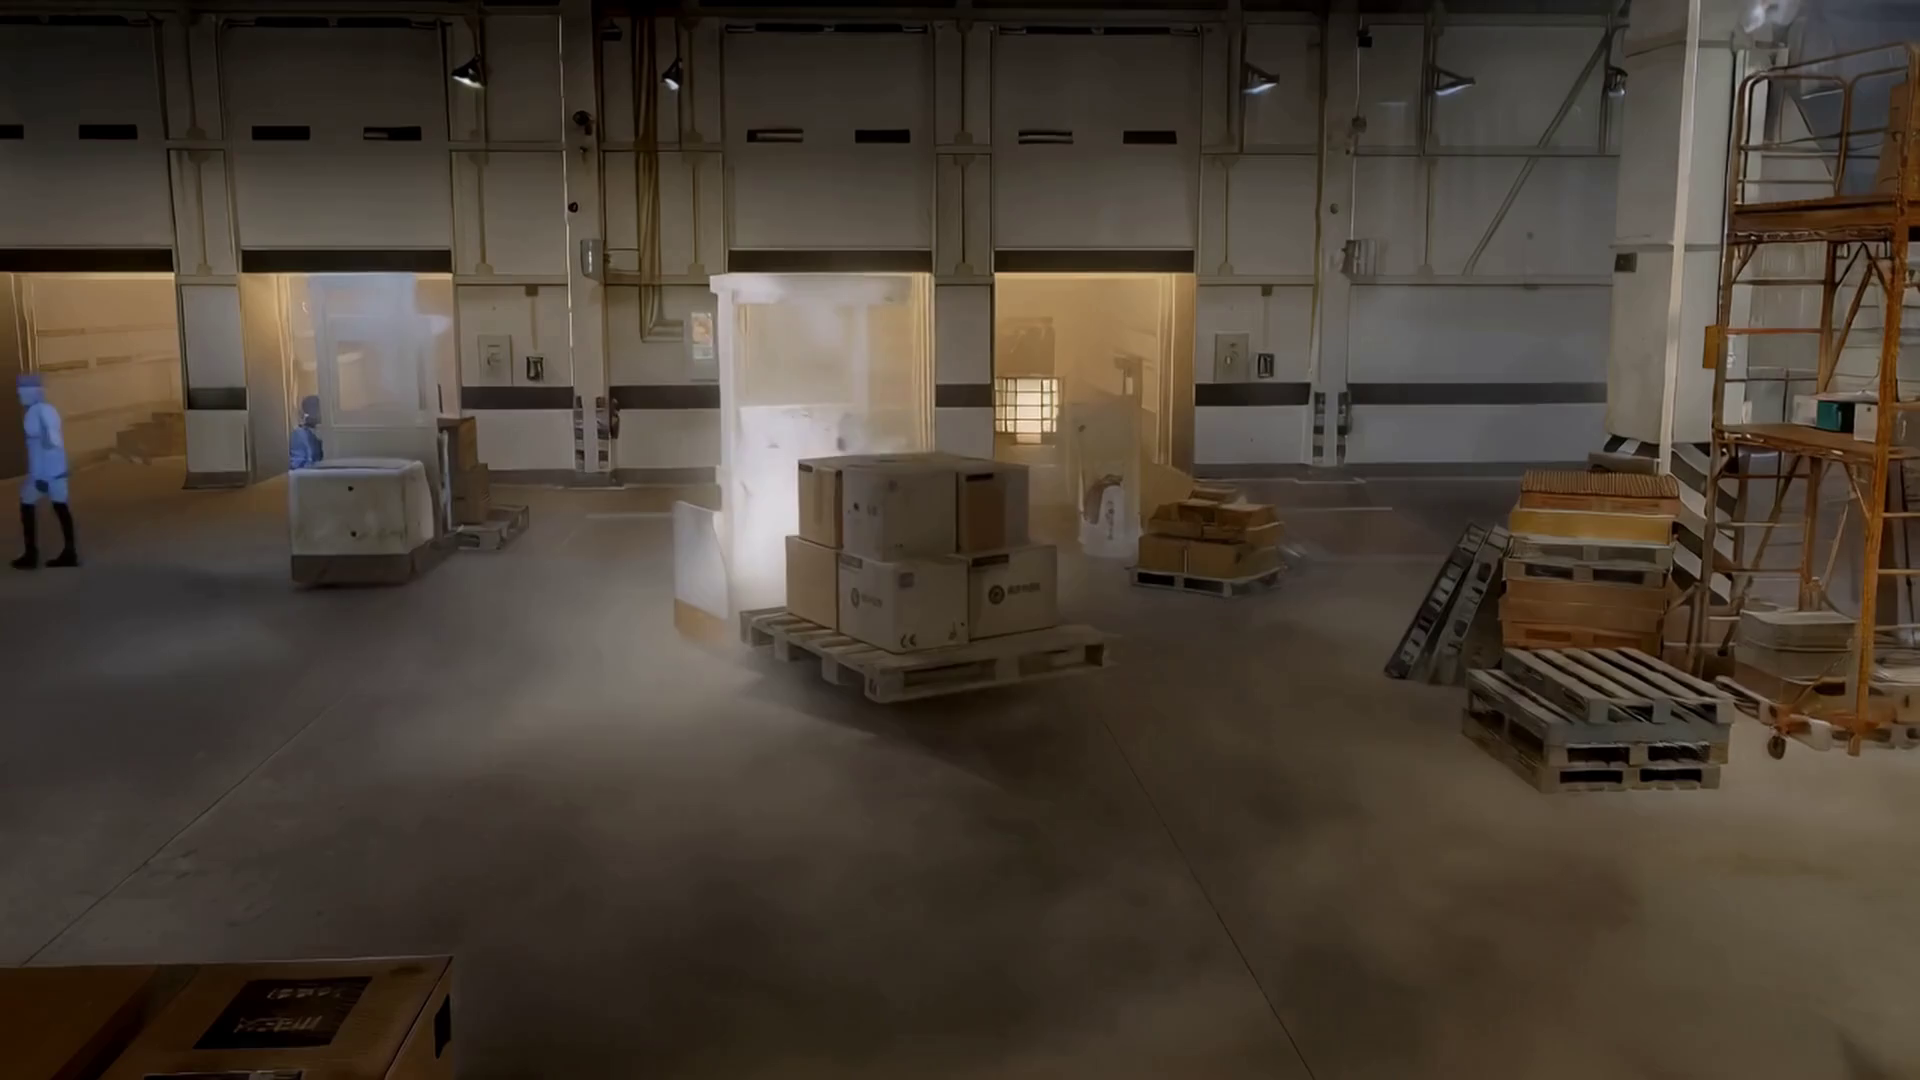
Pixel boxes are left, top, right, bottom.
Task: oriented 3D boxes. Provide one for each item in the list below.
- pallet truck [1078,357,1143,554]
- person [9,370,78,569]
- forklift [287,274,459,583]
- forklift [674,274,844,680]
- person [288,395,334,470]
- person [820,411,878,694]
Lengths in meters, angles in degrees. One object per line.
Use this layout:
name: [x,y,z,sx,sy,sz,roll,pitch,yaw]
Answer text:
pallet truck: [2.088,-0.836,16.757,1.885,1.965,0.823,2,9,13]
person: [-8.894,-0.671,16.004,0.745,1.904,0.541,0,9,1]
forklift: [-5.553,-1.098,15.644,1.129,2.768,1.873,-1,9,-4]
forklift: [-1.327,-0.565,12.298,1.129,2.768,1.873,-6,11,-31]
person: [-6.097,-0.533,15.807,0.319,1.695,0.532,9,13,44]
person: [-0.591,0.073,11.323,0.752,1.920,0.651,-4,10,-25]
